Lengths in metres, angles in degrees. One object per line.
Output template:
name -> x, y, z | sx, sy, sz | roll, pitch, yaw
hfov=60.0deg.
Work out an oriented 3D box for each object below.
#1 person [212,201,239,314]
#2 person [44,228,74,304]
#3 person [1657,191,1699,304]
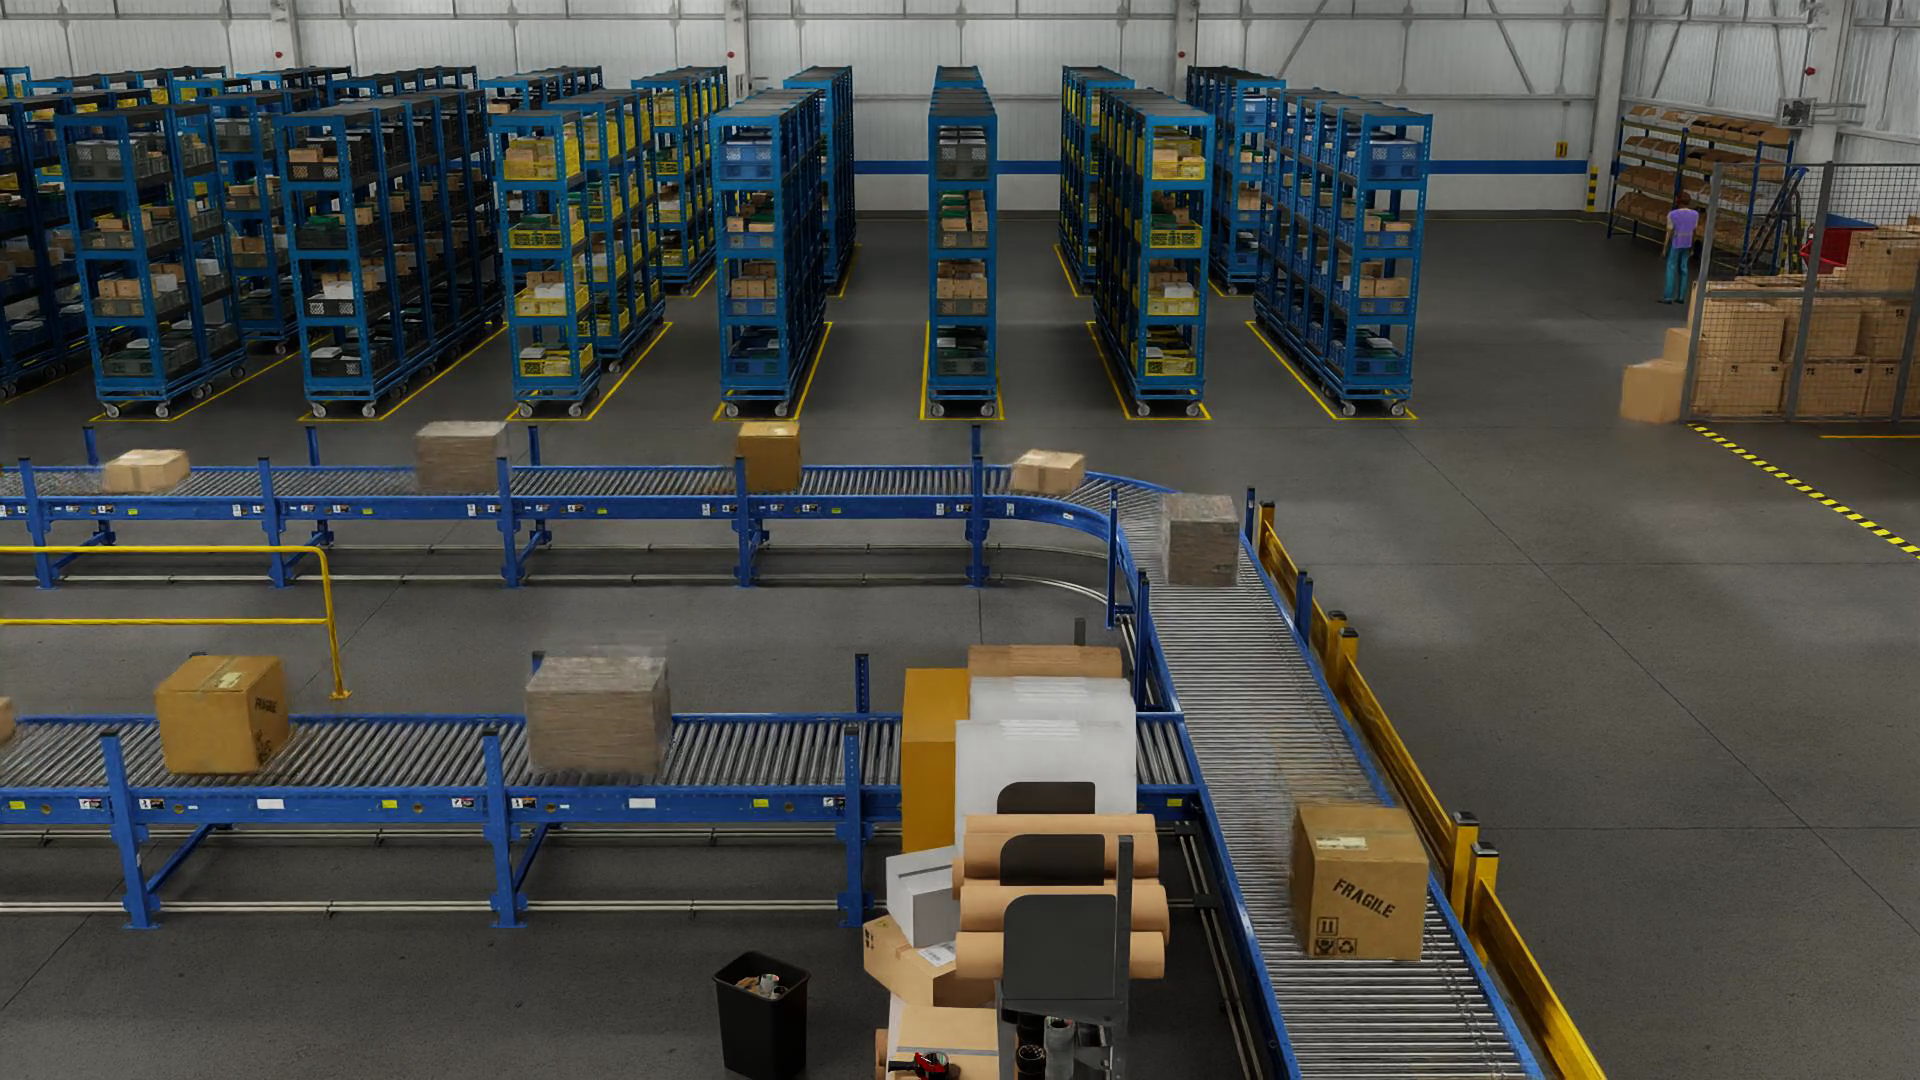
person -> -11.745, -4.559, 26.712 | 0.403, 1.834, 0.589 | -13, 22, -35
person -> -14.081, -4.335, 25.875 | 0.430, 1.925, 0.629 | -12, 21, -32
person -> 11.890, -4.821, 27.501 | 0.568, 1.843, 0.374 | -4, 18, -12
